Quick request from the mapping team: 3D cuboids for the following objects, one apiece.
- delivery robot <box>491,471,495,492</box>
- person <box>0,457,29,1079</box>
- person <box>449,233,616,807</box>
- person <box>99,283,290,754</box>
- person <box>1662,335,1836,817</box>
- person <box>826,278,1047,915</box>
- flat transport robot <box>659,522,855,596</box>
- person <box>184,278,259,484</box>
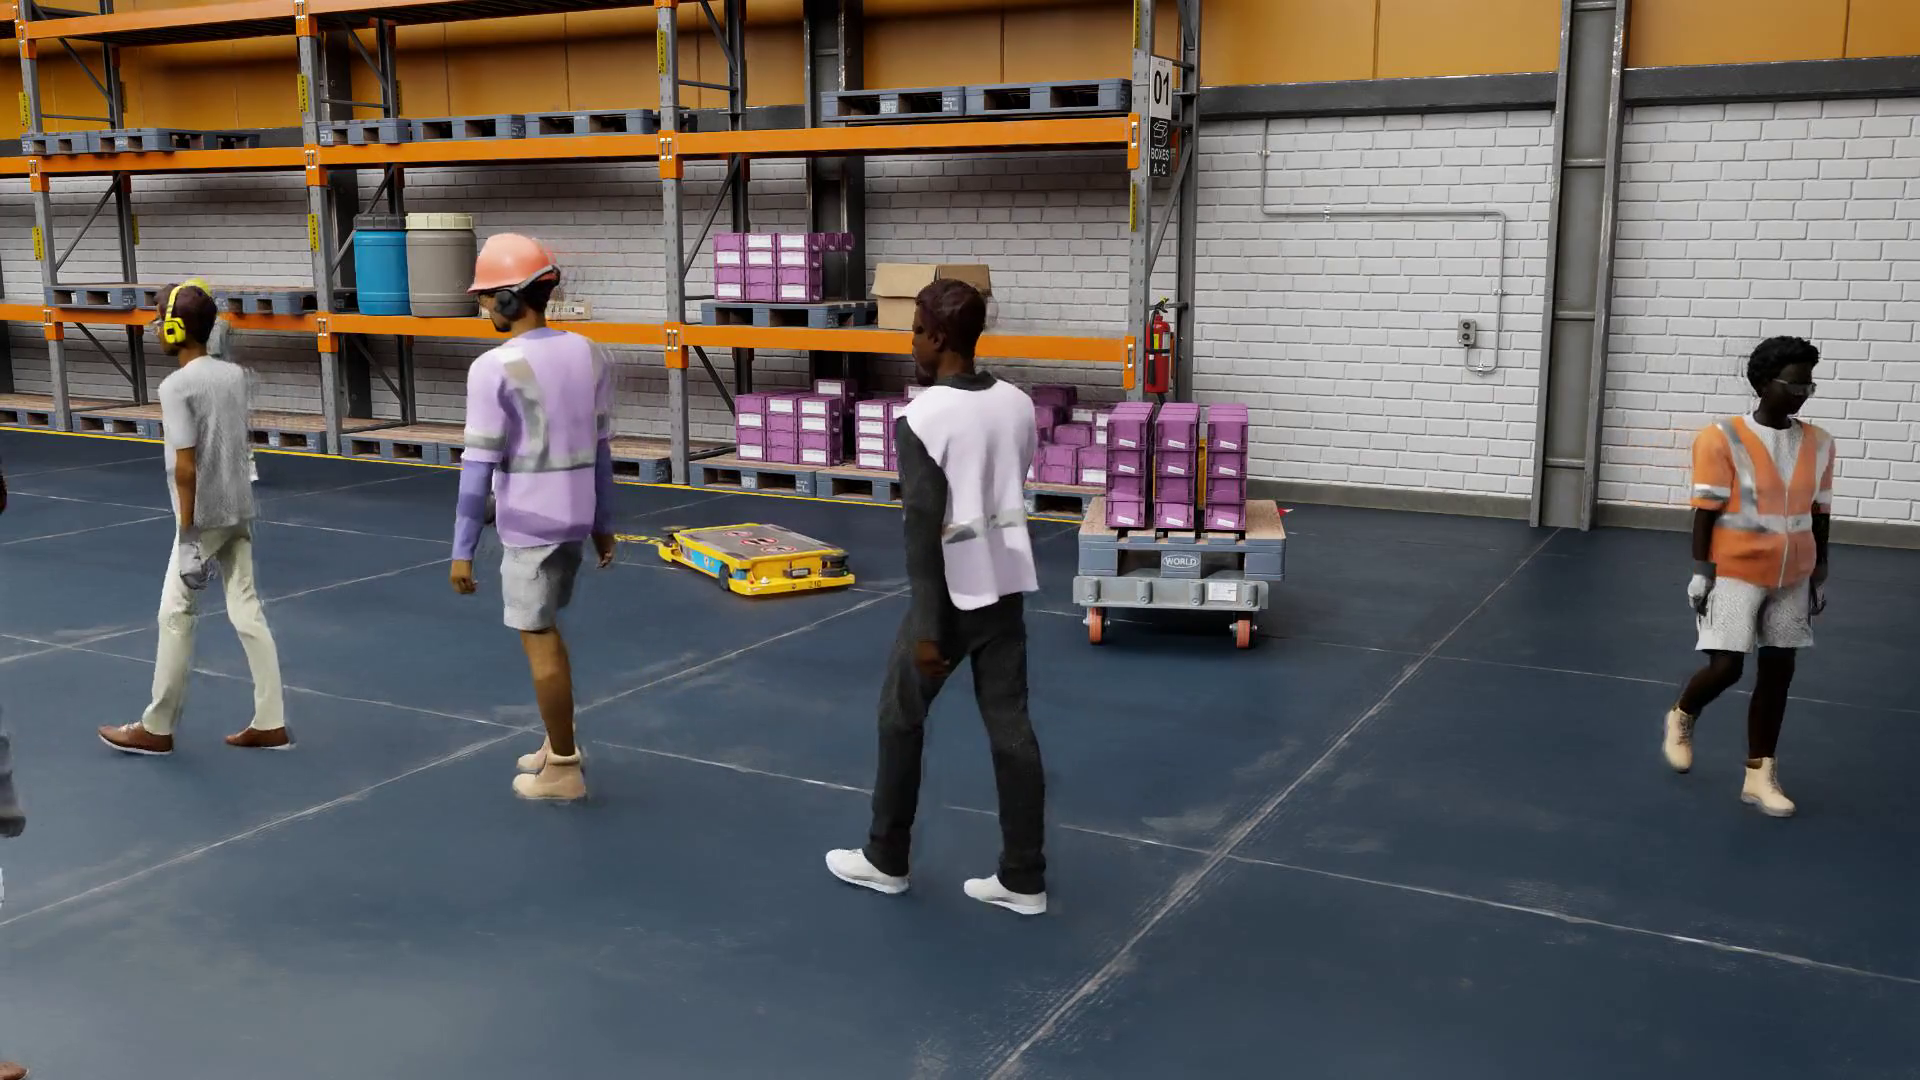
[{"bbox_3d":[-3.073,-0.434,11.771,0.707,0.478,0.477,4,11,22],"label":"delivery robot"},{"bbox_3d":[-2.427,0.524,3.924,0.667,1.594,0.357,8,13,37],"label":"person"},{"bbox_3d":[-1.565,-0.054,5.885,0.572,2.029,0.648,5,12,26],"label":"person"},{"bbox_3d":[-2.999,-0.064,6.484,0.650,1.855,0.550,2,11,13],"label":"person"},{"bbox_3d":[2.806,0.114,5.887,0.547,1.686,0.478,-2,10,-8],"label":"person"},{"bbox_3d":[-0.055,0.166,5.049,0.856,1.890,0.586,9,14,41],"label":"person"},{"bbox_3d":[-1.241,0.089,9.939,0.652,0.197,1.431,-6,12,-30],"label":"flat transport robot"},{"bbox_3d":[-6.102,-1.280,13.551,0.910,1.696,0.499,6,12,28],"label":"person"}]
